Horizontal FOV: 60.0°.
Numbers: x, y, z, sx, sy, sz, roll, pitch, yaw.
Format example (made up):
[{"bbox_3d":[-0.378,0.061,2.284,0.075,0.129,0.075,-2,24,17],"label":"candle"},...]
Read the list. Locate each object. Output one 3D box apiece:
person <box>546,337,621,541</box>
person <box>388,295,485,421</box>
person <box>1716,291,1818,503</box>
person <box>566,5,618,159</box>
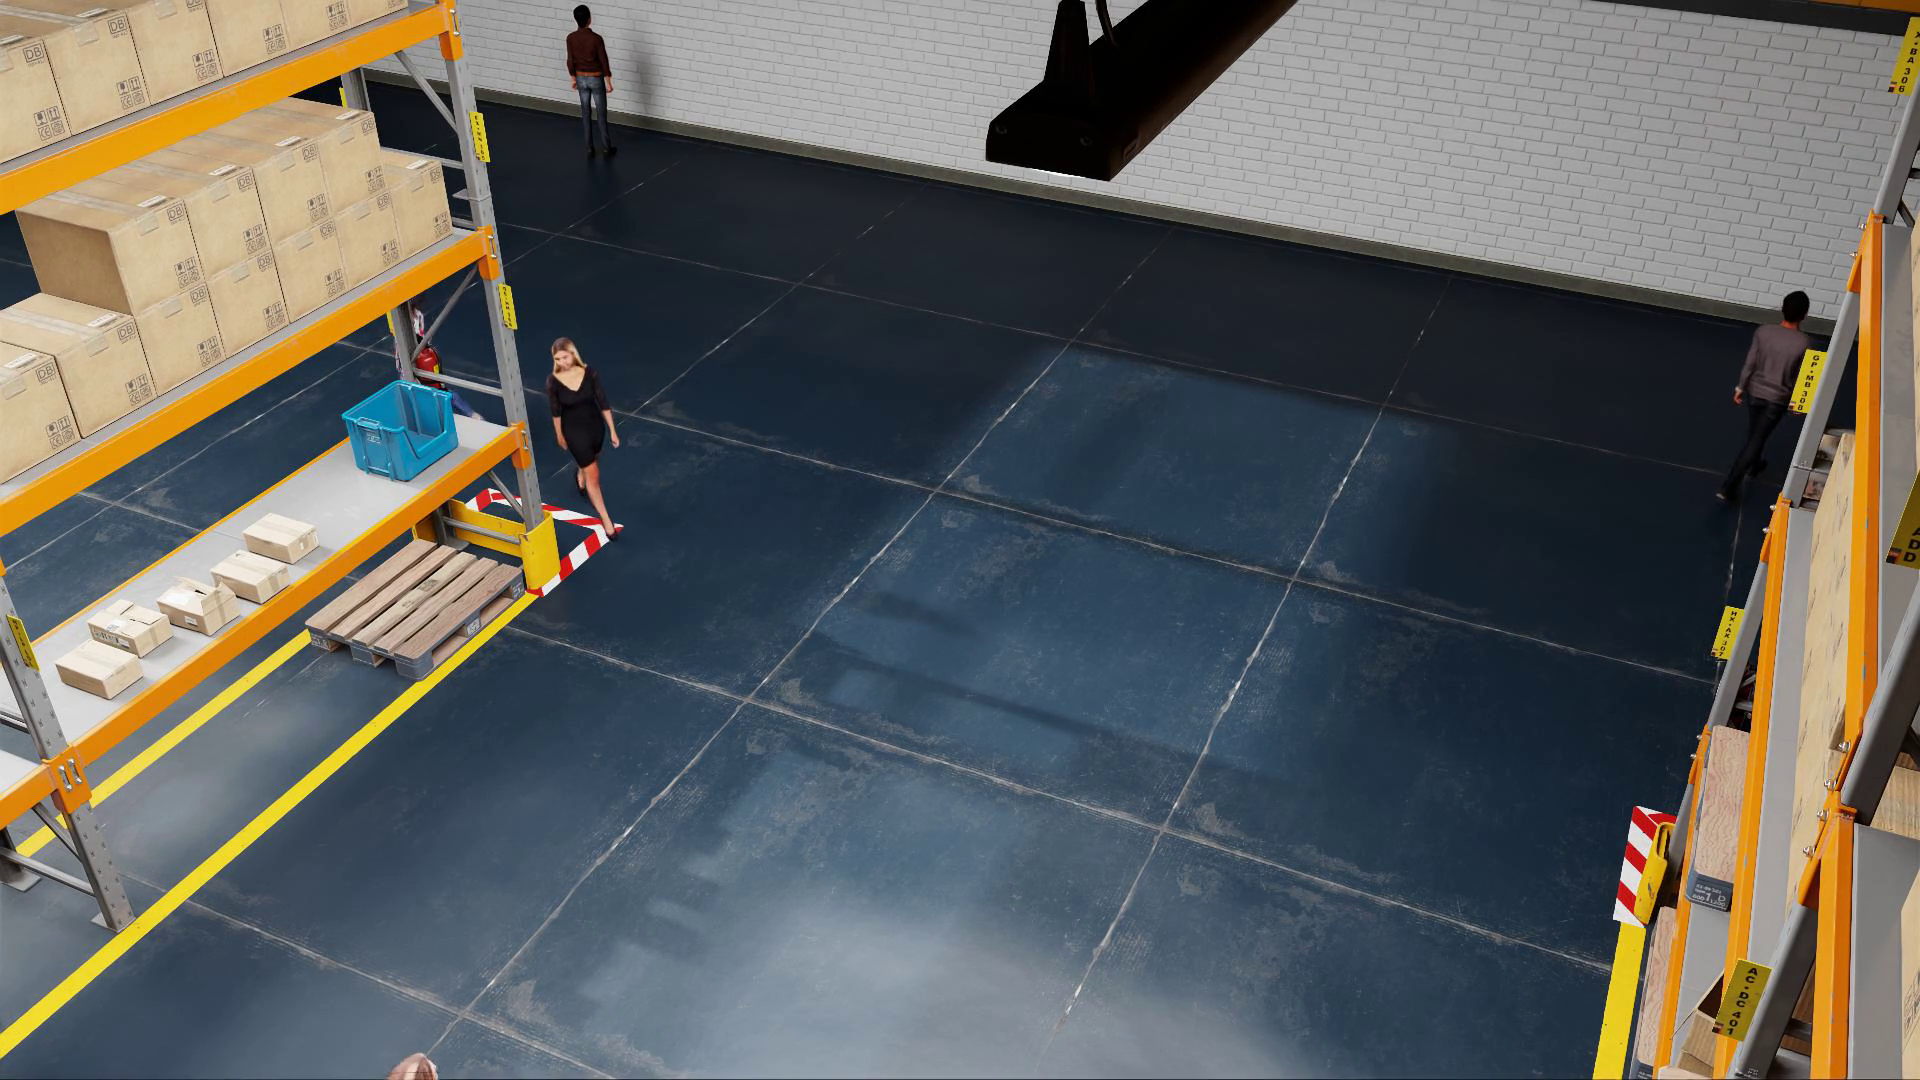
[{"bbox_3d":[-2.923,-0.843,12.826,1.102,1.630,1.023,-22,39,-29],"label":"person"},{"bbox_3d":[-4.433,-1.470,13.822,1.165,1.570,0.996,-18,38,-25],"label":"person"},{"bbox_3d":[6.330,-1.086,13.098,1.230,1.732,0.938,16,37,22],"label":"person"},{"bbox_3d":[-4.332,-5.371,19.502,0.713,1.781,0.644,3,34,5],"label":"person"}]
